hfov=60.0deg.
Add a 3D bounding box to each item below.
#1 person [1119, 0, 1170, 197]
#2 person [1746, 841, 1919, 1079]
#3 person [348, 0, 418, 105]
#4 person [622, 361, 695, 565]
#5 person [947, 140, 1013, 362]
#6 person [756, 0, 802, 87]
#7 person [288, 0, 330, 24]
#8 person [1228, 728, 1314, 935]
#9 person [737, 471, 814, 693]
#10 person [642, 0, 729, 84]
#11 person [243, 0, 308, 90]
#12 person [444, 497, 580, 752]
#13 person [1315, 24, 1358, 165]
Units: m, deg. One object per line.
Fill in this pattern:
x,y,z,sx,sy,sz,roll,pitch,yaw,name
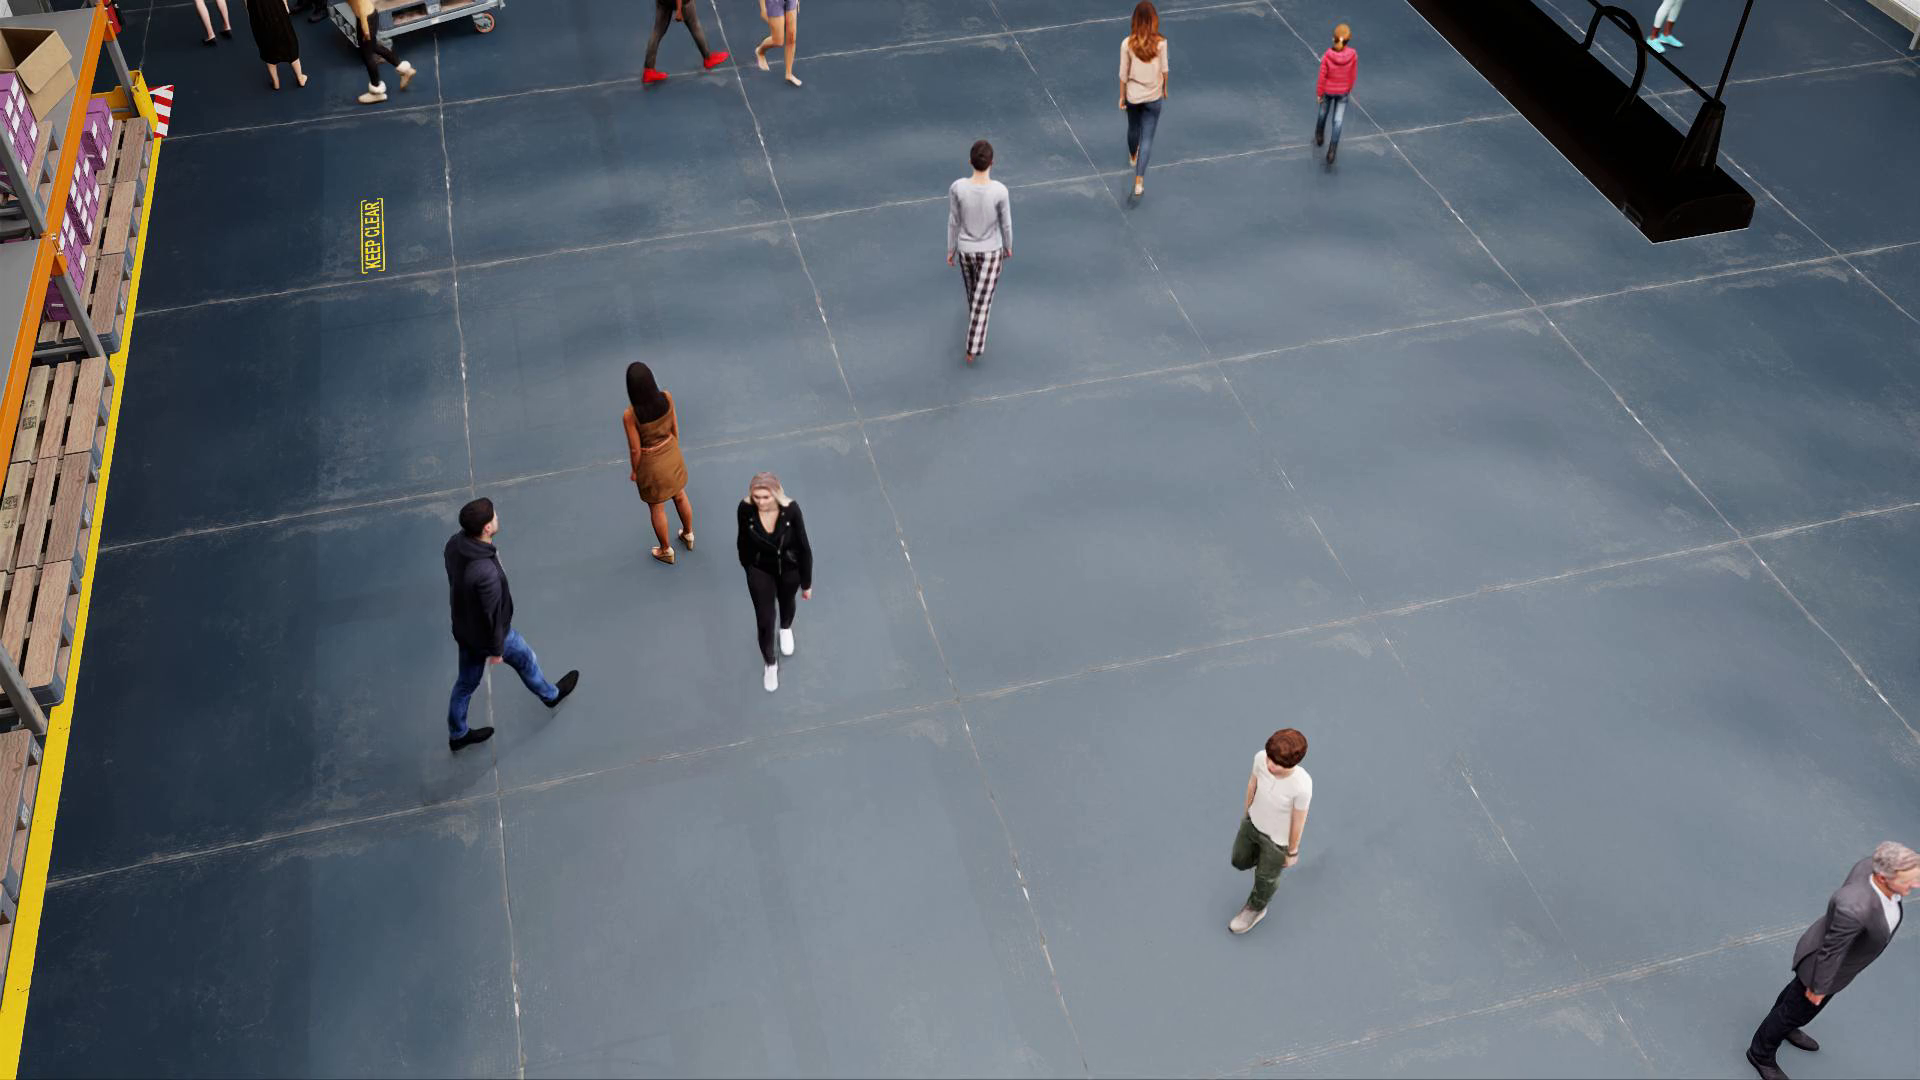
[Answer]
1.667,-3.966,15.059,0.945,1.755,1.184,9,44,9,person
4.513,2.148,8.579,0.811,1.842,0.812,33,53,30,person
-5.774,-5.122,16.351,0.744,1.647,0.804,-7,44,-7,person
-2.093,-0.527,11.508,0.666,1.675,0.649,33,53,30,person
0.144,-2.252,13.228,1.006,1.799,1.261,8,44,9,person
-1.852,-5.378,16.567,0.887,1.719,0.790,34,53,30,person
-7.087,-6.428,17.578,0.769,1.845,0.869,28,50,26,person
1.803,1.586,9.313,0.827,1.643,0.838,-32,52,-29,person
-1.191,0.118,10.838,0.685,1.663,0.872,-6,44,-7,person
-2.940,-5.364,16.528,1.082,1.753,1.227,-33,52,-30,person
-6.894,-5.271,16.524,0.544,1.623,0.543,-10,45,-11,person
-2.997,0.601,10.213,1.108,1.828,1.210,-30,51,-27,person
3.530,-4.162,15.602,0.740,1.289,0.973,6,44,6,person
